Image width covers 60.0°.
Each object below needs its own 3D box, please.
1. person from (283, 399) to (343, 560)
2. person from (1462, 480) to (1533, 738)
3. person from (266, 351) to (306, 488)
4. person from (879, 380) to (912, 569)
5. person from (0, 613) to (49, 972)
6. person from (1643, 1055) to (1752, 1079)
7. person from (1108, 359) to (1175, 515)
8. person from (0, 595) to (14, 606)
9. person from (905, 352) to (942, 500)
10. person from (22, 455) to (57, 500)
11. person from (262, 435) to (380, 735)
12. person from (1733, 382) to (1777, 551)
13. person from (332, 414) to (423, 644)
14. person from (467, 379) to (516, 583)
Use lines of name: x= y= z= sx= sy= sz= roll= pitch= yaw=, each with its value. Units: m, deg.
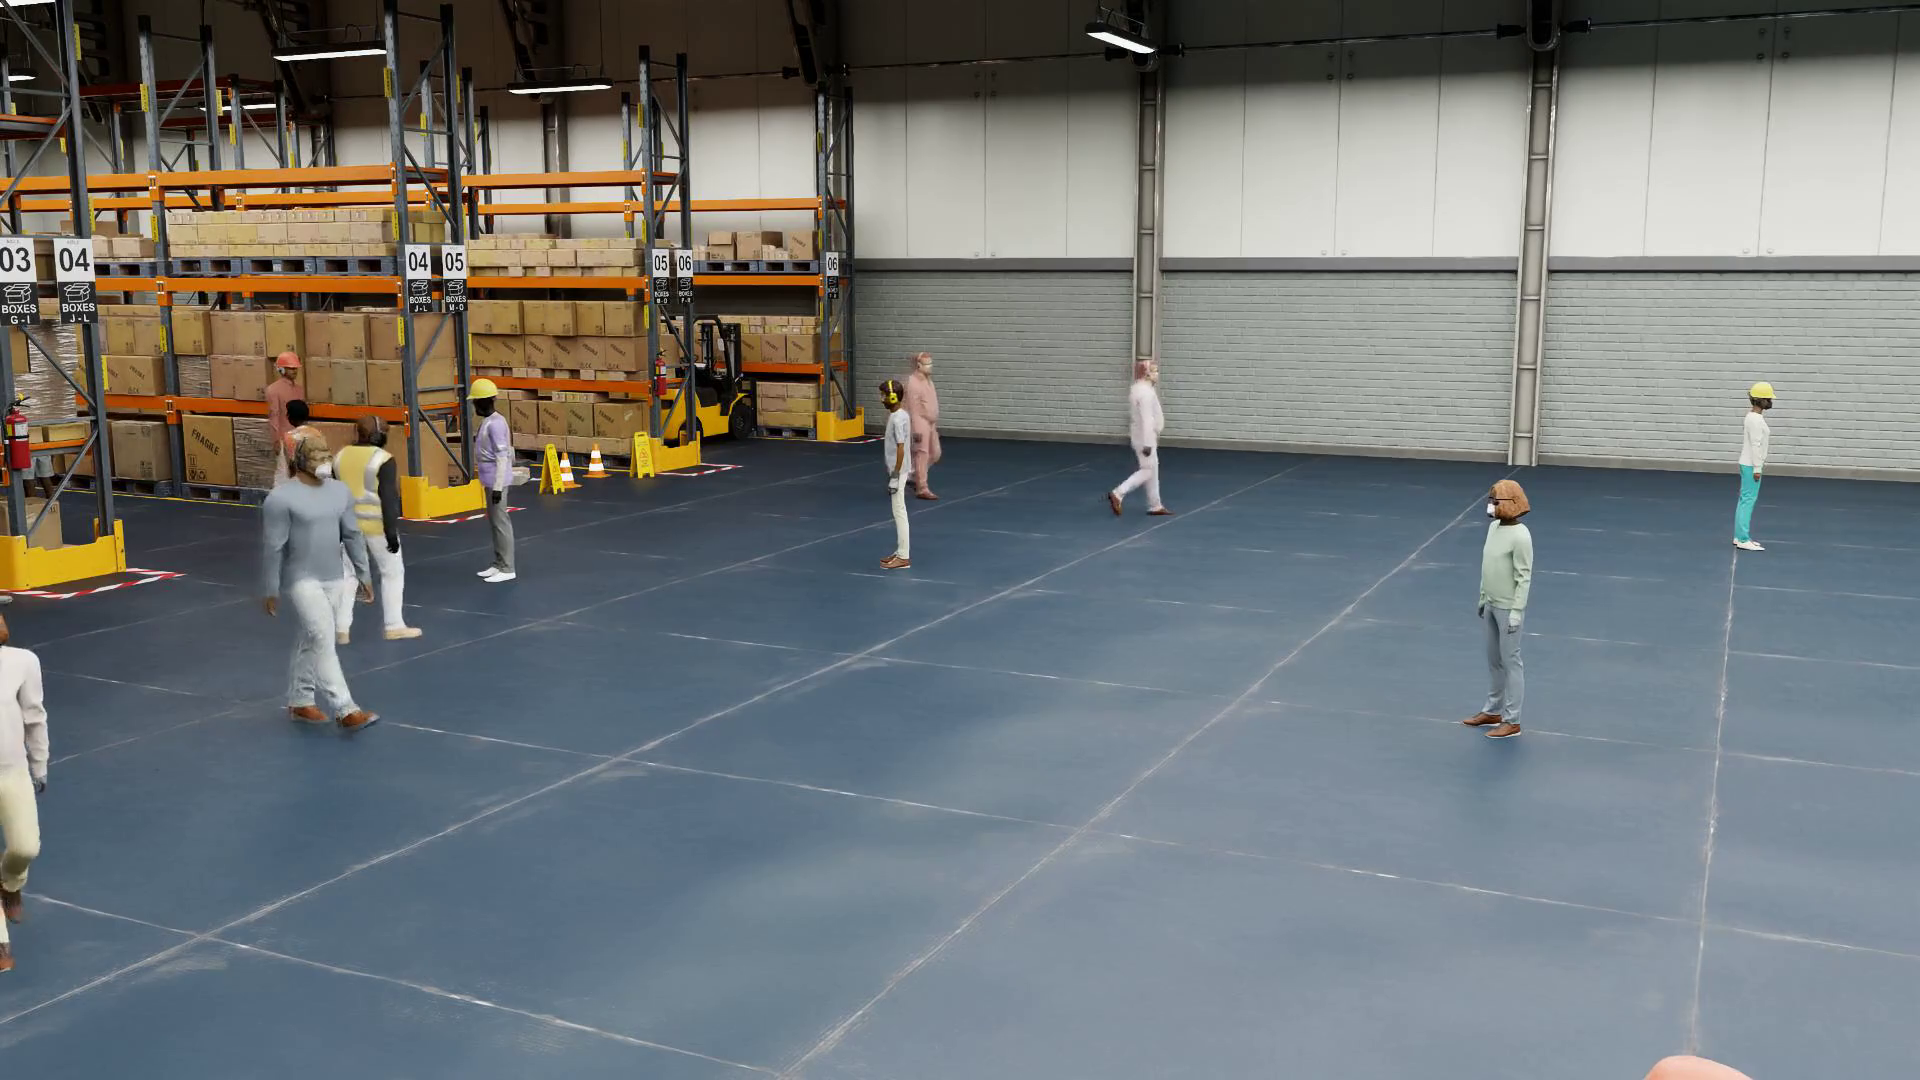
person: x=-6.553 y=-0.595 z=16.737 sx=0.868 sy=1.658 sz=0.541 roll=3 pitch=10 yaw=17
person: x=3.423 y=0.430 z=10.518 sx=0.280 sy=1.634 sz=0.499 roll=-1 pitch=9 yaw=-8
person: x=-7.815 y=-1.204 z=19.436 sx=0.396 sy=1.992 sz=0.623 roll=2 pitch=10 yaw=13
person: x=-0.643 y=-0.646 z=16.416 sx=0.328 sy=1.865 sz=0.518 roll=0 pitch=9 yaw=0
person: x=-4.158 y=0.999 z=7.083 sx=0.504 sy=1.620 sz=0.477 roll=-8 pitch=12 yaw=-40
person: x=0.962 y=1.627 z=2.248 sx=0.360 sy=1.936 sz=0.552 roll=6 pitch=11 yaw=31
person: x=2.176 y=-1.205 z=19.777 sx=0.768 sy=1.886 sz=0.666 roll=0 pitch=9 yaw=-1
person: x=-8.924 y=-0.388 z=14.498 sx=1.090 sy=1.982 sz=0.641 roll=1 pitch=9 yaw=4
person: x=-0.474 y=-1.454 z=21.265 sx=0.436 sy=1.894 sz=0.678 roll=3 pitch=10 yaw=17
person: x=-10.305 y=-1.009 z=18.423 sx=0.374 sy=1.934 sz=0.549 roll=4 pitch=10 yaw=24
person: x=-3.990 y=0.288 z=10.567 sx=0.957 sy=1.897 sz=0.661 roll=5 pitch=10 yaw=27
person: x=8.375 y=-0.776 z=17.508 sx=0.313 sy=1.767 sz=0.533 roll=3 pitch=10 yaw=19
person: x=-4.692 y=-0.079 z=13.154 sx=0.665 sy=1.815 sz=0.558 roll=4 pitch=10 yaw=25
person: x=-4.418 y=-0.560 z=15.706 sx=0.383 sy=1.923 sz=0.590 roll=-4 pitch=10 yaw=-23
